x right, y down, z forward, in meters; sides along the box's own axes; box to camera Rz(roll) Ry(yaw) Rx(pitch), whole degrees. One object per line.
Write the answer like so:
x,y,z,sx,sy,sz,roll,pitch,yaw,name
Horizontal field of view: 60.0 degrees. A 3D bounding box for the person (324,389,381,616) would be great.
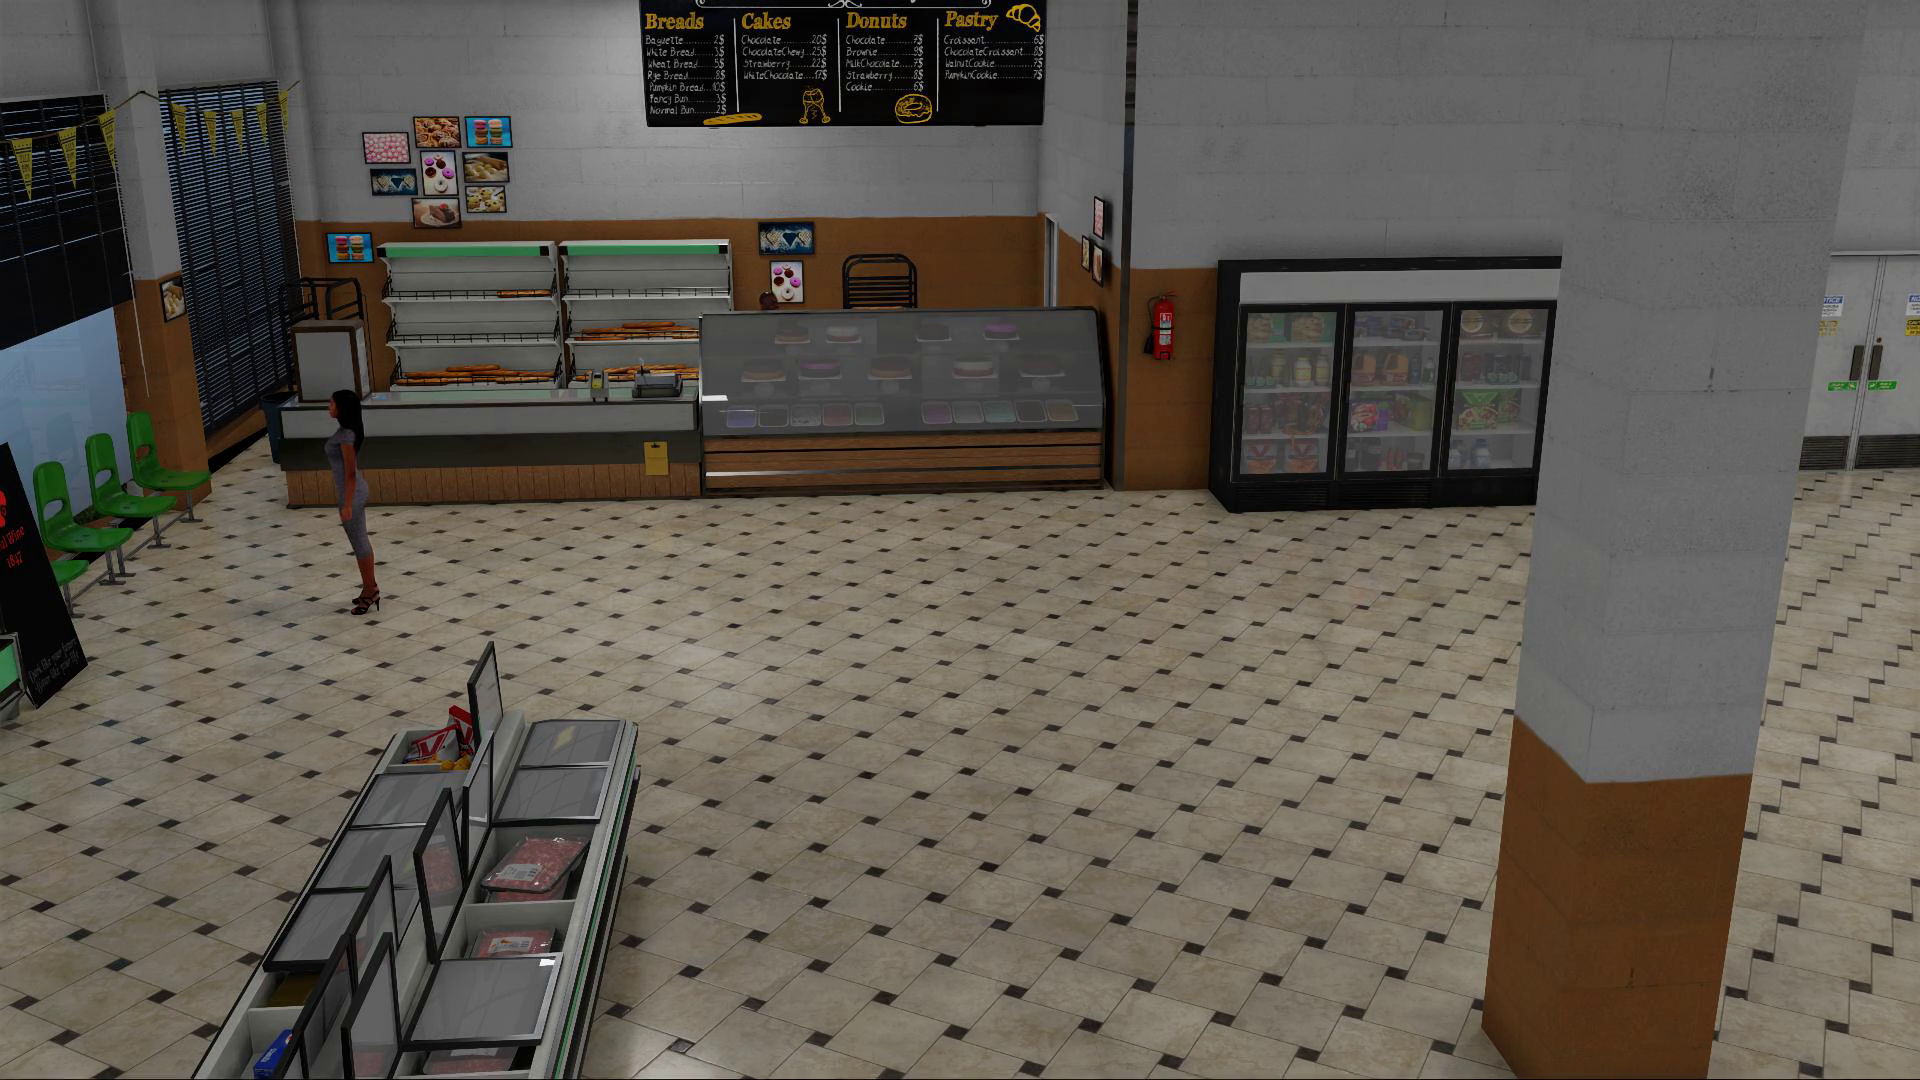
-4.748,-0.305,13.039,0.673,1.781,0.496,-4,17,-13,person
